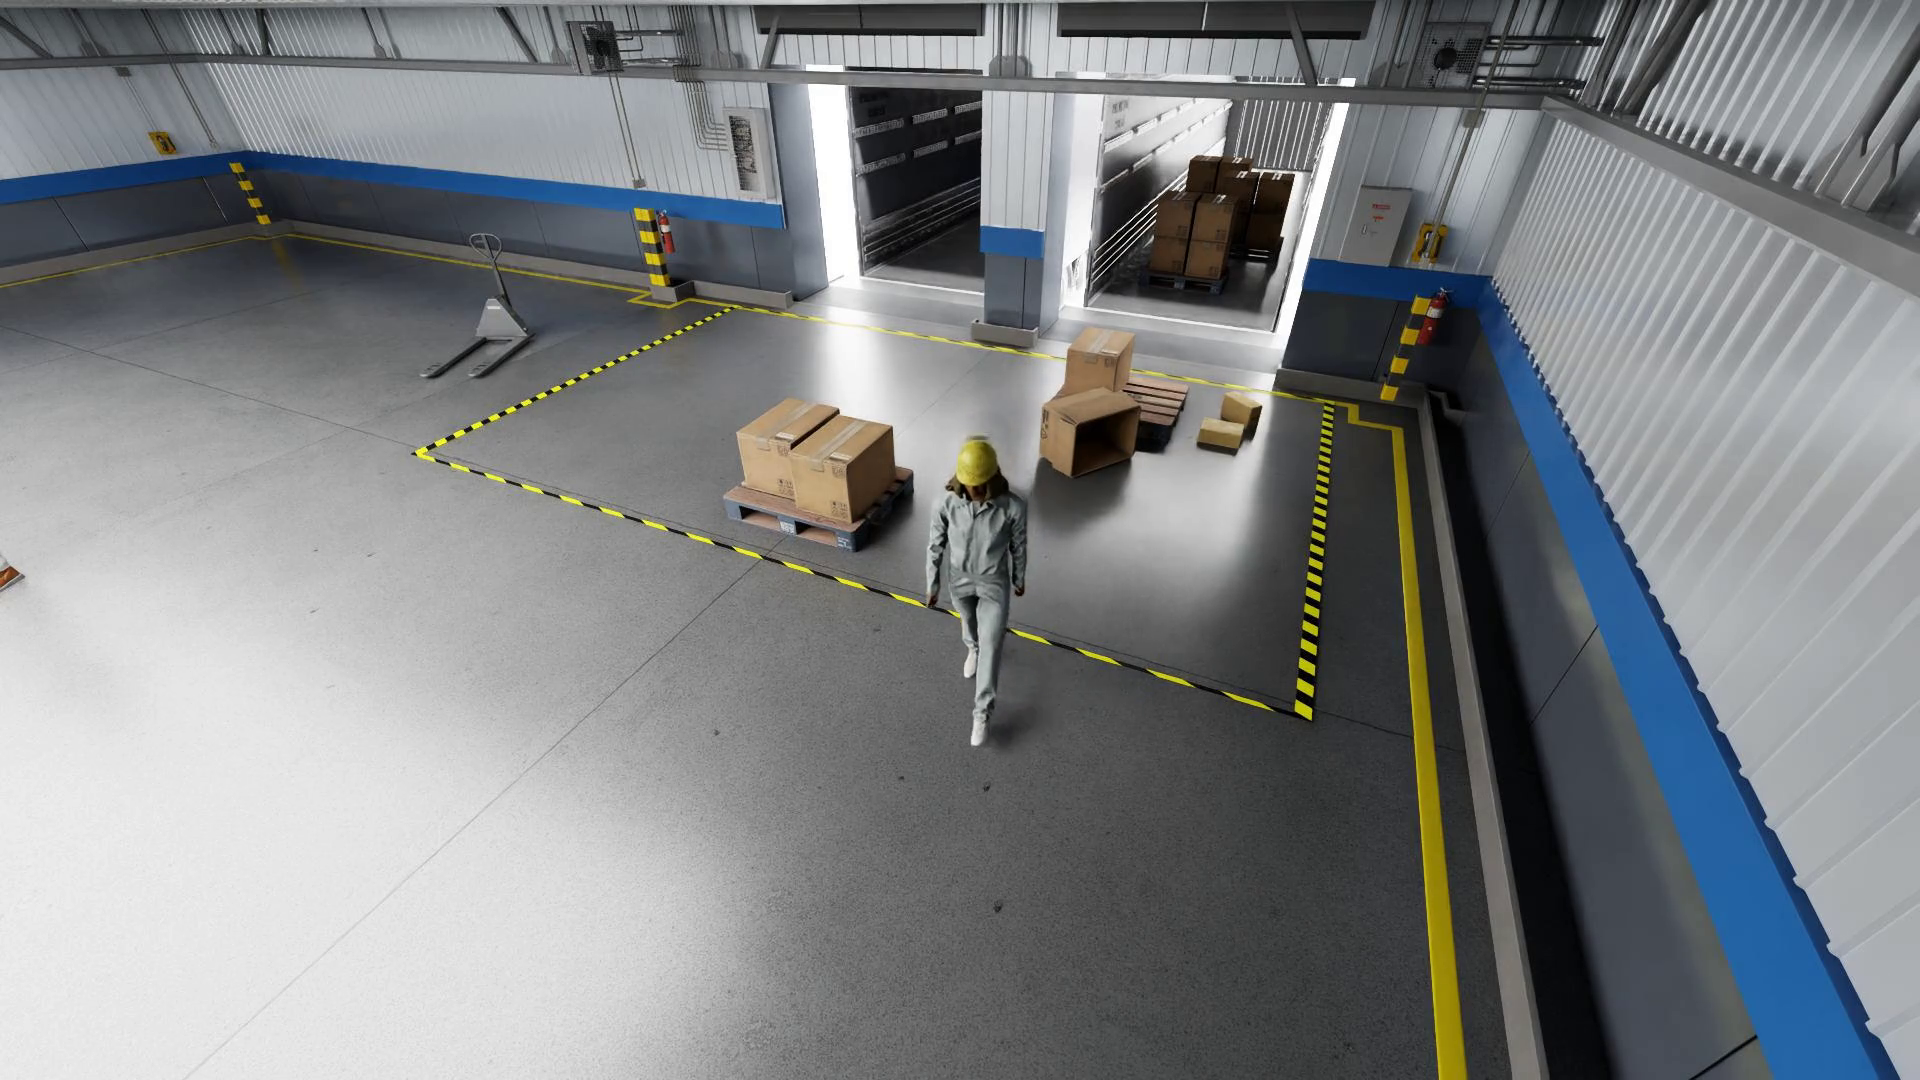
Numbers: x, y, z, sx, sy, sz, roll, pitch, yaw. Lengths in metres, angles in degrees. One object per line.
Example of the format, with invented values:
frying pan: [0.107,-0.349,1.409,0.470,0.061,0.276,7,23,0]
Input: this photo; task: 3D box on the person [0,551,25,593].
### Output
person: [-6.911,-0.458,4.651,0.603,1.949,0.384,7,36,10]

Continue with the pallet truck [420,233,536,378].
pallet truck: [-5.664,-2.712,8.427,0.680,1.201,1.601,0,35,-1]

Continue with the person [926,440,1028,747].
person: [0.069,0.265,3.844,0.514,1.703,0.867,7,36,9]
